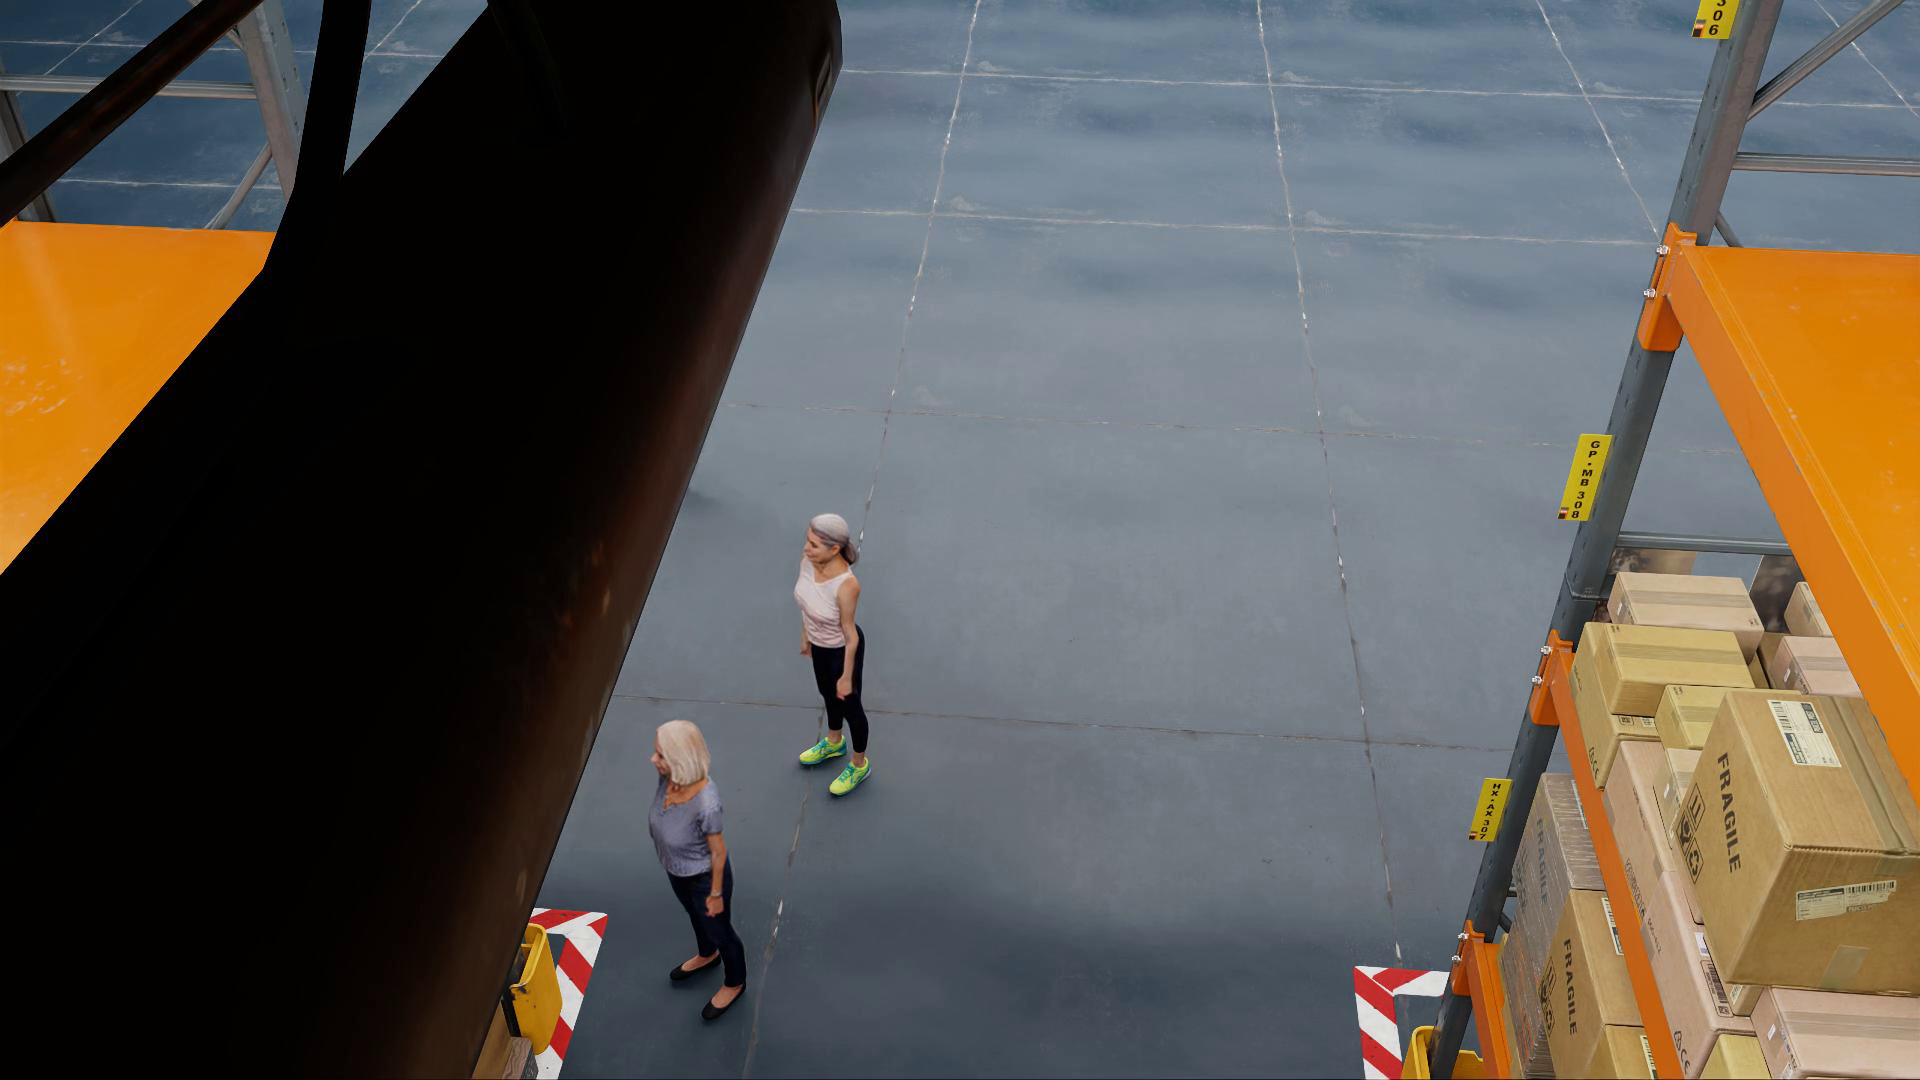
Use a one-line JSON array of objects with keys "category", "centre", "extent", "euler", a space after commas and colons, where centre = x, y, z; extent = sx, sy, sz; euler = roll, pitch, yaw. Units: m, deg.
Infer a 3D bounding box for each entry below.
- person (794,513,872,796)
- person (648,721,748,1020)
[{"category": "person", "centre": [-0.626, 0.551, 8.411], "extent": [0.735, 1.703, 0.665], "euler": [-25, 44, -28]}, {"category": "person", "centre": [-1.146, 1.423, 7.281], "extent": [0.718, 1.721, 0.650], "euler": [-26, 45, -29]}]
